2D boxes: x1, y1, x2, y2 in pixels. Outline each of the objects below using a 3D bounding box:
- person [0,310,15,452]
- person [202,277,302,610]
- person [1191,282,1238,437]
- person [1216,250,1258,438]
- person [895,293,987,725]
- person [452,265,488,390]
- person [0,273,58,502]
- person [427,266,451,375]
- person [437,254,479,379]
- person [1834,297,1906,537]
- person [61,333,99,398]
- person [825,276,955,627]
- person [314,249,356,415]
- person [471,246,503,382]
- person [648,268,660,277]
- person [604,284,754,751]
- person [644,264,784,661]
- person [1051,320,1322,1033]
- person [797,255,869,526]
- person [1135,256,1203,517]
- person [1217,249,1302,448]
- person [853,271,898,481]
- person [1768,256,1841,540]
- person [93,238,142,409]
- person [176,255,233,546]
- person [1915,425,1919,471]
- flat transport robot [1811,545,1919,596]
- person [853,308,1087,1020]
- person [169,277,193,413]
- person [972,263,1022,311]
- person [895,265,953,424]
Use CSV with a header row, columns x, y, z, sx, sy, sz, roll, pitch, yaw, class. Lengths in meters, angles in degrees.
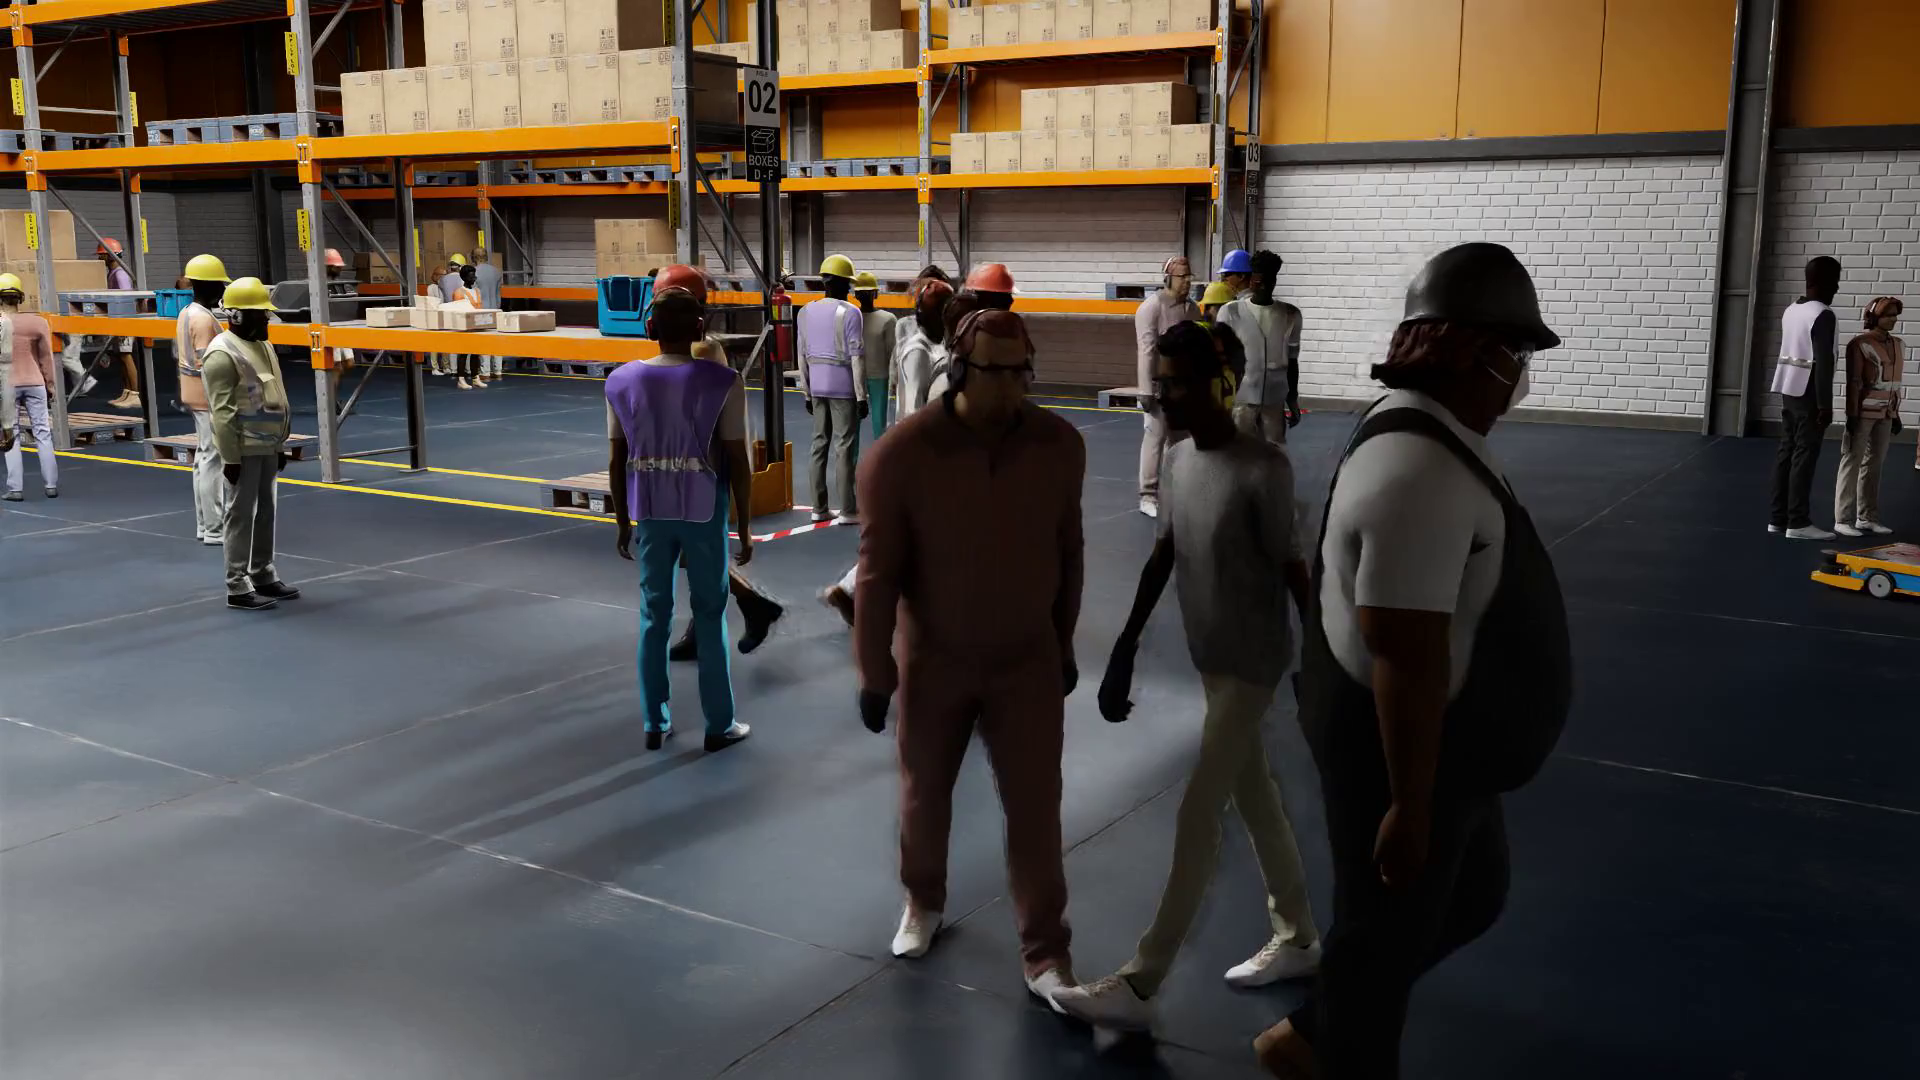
x,y,z,sx,sy,sz,roll,pitch,yaw,class
-5.907,-0.729,9.780,0.660,2.000,0.814,-4,11,-23,person
-3.895,-0.524,9.156,0.405,1.824,0.585,0,10,2,person
1.914,-1.010,12.099,0.898,1.726,0.523,-1,10,-7,person
2.148,-1.254,12.837,0.393,1.946,0.617,-1,10,-8,person
-0.006,-0.132,7.009,0.634,1.807,0.515,-1,10,-4,person
-6.671,-2.886,22.611,0.321,1.687,0.533,4,11,21,person
-7.335,-1.184,12.951,0.324,1.767,0.533,10,14,44,person
-7.798,-3.290,25.014,0.277,1.629,0.496,5,11,27,person
-7.283,-3.251,24.249,0.586,1.824,0.403,2,10,12,person
6.253,-0.843,11.415,0.513,1.641,0.307,-5,11,-25,person
-11.340,-2.610,21.244,0.416,1.618,0.560,-2,10,-11,person
-0.238,-0.412,8.465,0.881,1.854,0.583,2,10,11,person
-7.222,-2.383,19.167,0.426,1.921,0.569,0,10,-1,person
-6.811,-3.226,23.800,0.377,1.936,0.628,6,12,29,person
-3.690,-2.578,20.889,0.564,1.671,0.398,10,14,44,person
-1.101,-0.074,6.566,0.571,1.849,0.382,1,10,8,person
-1.195,-0.343,7.880,0.548,1.916,0.560,-1,10,-8,person
0.622,0.353,4.290,0.954,1.815,0.581,-4,11,-22,person
-0.886,-1.062,11.857,0.584,1.918,0.381,7,13,35,person
1.571,-1.122,12.223,0.651,1.906,0.403,-9,14,-42,person
2.007,-0.965,11.206,0.602,1.958,0.390,-1,10,-6,person
-0.775,-1.344,13.840,0.523,1.769,0.314,0,10,2,person
5.765,-0.967,11.339,0.392,1.916,0.592,0,10,2,person
-10.175,-2.606,20.066,0.379,2.041,0.616,-7,13,-35,person
-4.976,-0.925,11.073,0.373,1.924,0.594,-6,12,-31,person
8.531,-1.501,14.321,0.402,1.906,0.651,4,11,22,person
5.627,0.227,9.279,0.652,0.197,1.431,-6,12,-32,flat transport robot
0.043,0.307,4.478,0.663,1.855,0.864,-3,11,-16,person
-8.918,-2.234,19.246,0.528,1.582,0.855,-10,14,-43,person
0.174,-0.763,10.306,1.041,1.877,0.558,3,11,15,person
-0.160,-0.777,10.423,0.516,1.866,0.325,-1,10,-3,person
